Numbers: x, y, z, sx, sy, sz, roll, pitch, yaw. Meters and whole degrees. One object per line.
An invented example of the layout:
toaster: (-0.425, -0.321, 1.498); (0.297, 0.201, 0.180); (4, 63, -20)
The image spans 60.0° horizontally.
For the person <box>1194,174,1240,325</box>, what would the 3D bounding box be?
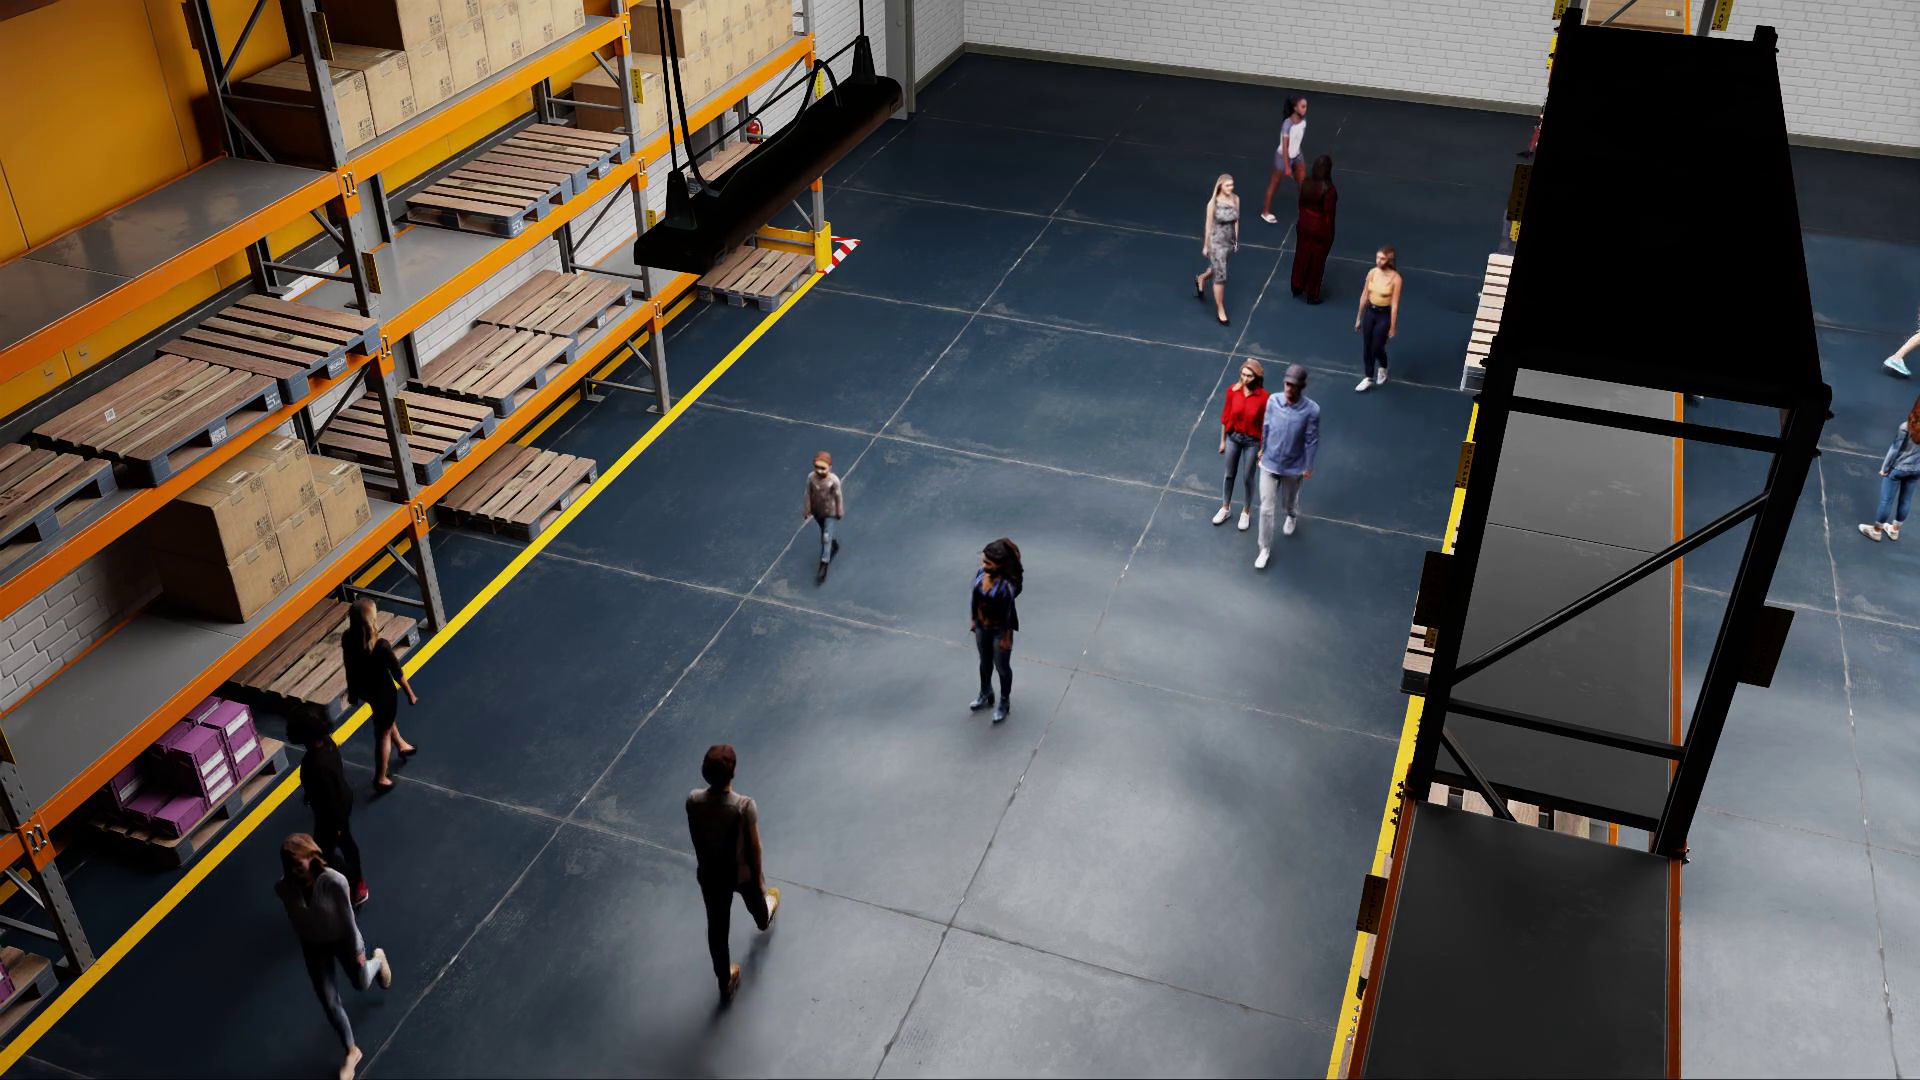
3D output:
person: (2.897, -3.349, 18.805); (1.052, 1.676, 1.112); (-15, 36, -21)

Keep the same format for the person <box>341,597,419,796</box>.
person: (-4.262, 1.181, 12.013); (0.613, 1.651, 0.800); (14, 36, 20)

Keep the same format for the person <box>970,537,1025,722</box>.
person: (0.265, 0.679, 12.799); (0.688, 1.616, 0.688); (-28, 43, -36)

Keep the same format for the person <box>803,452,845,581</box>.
person: (-1.176, -0.287, 14.655); (0.474, 1.171, 0.806); (12, 35, 17)

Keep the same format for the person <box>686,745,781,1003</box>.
person: (-1.476, 2.131, 10.398); (0.815, 1.857, 1.168); (6, 34, 8)

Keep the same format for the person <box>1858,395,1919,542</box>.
person: (8.502, -0.658, 14.937); (0.625, 1.477, 0.612); (-2, 34, -3)

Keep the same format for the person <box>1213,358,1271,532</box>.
person: (2.577, -0.883, 15.070); (0.644, 1.704, 0.556); (17, 37, 23)

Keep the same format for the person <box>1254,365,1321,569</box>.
person: (2.878, -0.705, 14.655); (0.694, 1.867, 1.064); (14, 36, 20)

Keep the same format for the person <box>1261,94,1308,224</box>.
person: (4.057, -4.772, 20.940); (1.133, 1.683, 1.052); (-24, 40, -31)

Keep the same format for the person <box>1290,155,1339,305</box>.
person: (4.064, -3.568, 19.061); (0.803, 1.757, 0.775); (-21, 39, -29)

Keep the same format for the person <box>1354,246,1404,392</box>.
person: (4.402, -2.315, 17.301); (0.766, 1.618, 0.713); (-27, 42, -34)

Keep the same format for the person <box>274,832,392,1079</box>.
person: (-3.760, 2.402, 10.064); (0.860, 1.775, 1.155); (0, 34, 0)

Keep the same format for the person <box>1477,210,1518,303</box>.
person: (6.174, -3.235, 18.717); (0.862, 1.583, 0.833); (23, 40, 31)

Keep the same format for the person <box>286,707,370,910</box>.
person: (-4.141, 1.765, 11.116); (0.783, 1.670, 0.697); (-8, 34, -11)
